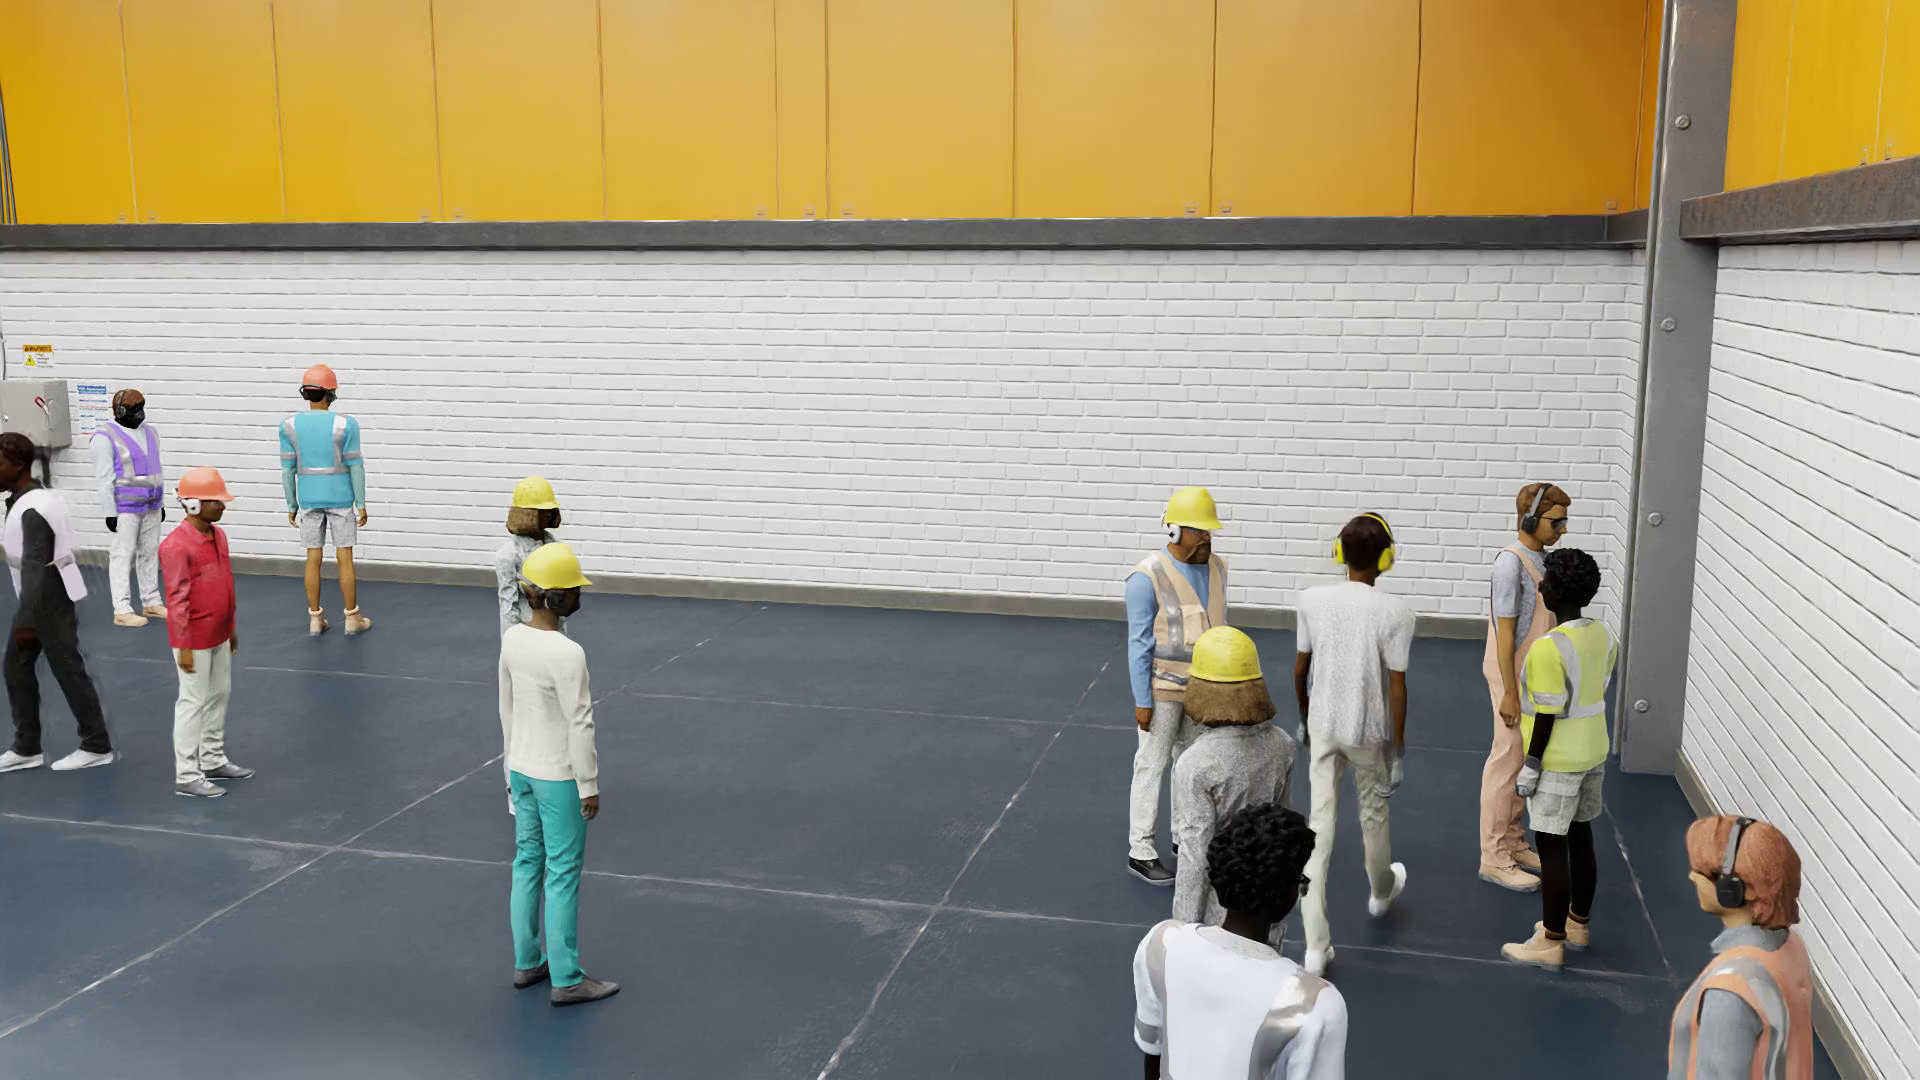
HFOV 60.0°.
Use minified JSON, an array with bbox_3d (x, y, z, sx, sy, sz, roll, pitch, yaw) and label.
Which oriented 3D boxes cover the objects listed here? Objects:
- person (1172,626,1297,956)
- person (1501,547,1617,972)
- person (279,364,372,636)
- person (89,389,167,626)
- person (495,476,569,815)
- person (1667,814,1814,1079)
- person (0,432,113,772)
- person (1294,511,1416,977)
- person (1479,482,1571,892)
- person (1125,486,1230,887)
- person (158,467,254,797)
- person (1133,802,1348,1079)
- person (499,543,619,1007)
[{"bbox_3d":[0.804,1.120,5.058,0.492,1.740,0.325,-8,12,-39],"label":"person"},{"bbox_3d":[2.404,0.870,6.657,0.533,1.697,0.319,-9,13,-43],"label":"person"},{"bbox_3d":[-4.759,-0.294,12.496,0.605,2.045,0.377,0,10,-3],"label":"person"},{"bbox_3d":[-6.400,-0.256,12.897,0.429,1.835,0.629,3,10,16],"label":"person"},{"bbox_3d":[-2.139,0.539,8.471,0.307,1.743,0.494,4,10,22],"label":"person"},{"bbox_3d":[1.719,1.410,3.686,0.317,1.631,0.532,7,12,36],"label":"person"},{"bbox_3d":[-5.083,0.359,9.058,0.777,1.896,0.645,-7,12,-34],"label":"person"},{"bbox_3d":[1.608,0.786,6.808,0.515,1.810,1.011,5,11,28],"label":"person"},{"bbox_3d":[2.562,0.649,7.542,0.346,1.841,0.505,7,12,34],"label":"person"},{"bbox_3d":[1.008,0.655,7.575,0.591,1.823,0.405,-8,12,-38],"label":"person"},{"bbox_3d":[-3.980,0.482,8.807,0.358,1.743,0.571,0,10,2],"label":"person"},{"bbox_3d":[0.600,1.393,3.615,0.539,1.686,0.320,9,13,43],"label":"person"},{"bbox_3d":[-1.544,0.885,6.368,0.533,1.767,0.326,9,13,43],"label":"person"}]
